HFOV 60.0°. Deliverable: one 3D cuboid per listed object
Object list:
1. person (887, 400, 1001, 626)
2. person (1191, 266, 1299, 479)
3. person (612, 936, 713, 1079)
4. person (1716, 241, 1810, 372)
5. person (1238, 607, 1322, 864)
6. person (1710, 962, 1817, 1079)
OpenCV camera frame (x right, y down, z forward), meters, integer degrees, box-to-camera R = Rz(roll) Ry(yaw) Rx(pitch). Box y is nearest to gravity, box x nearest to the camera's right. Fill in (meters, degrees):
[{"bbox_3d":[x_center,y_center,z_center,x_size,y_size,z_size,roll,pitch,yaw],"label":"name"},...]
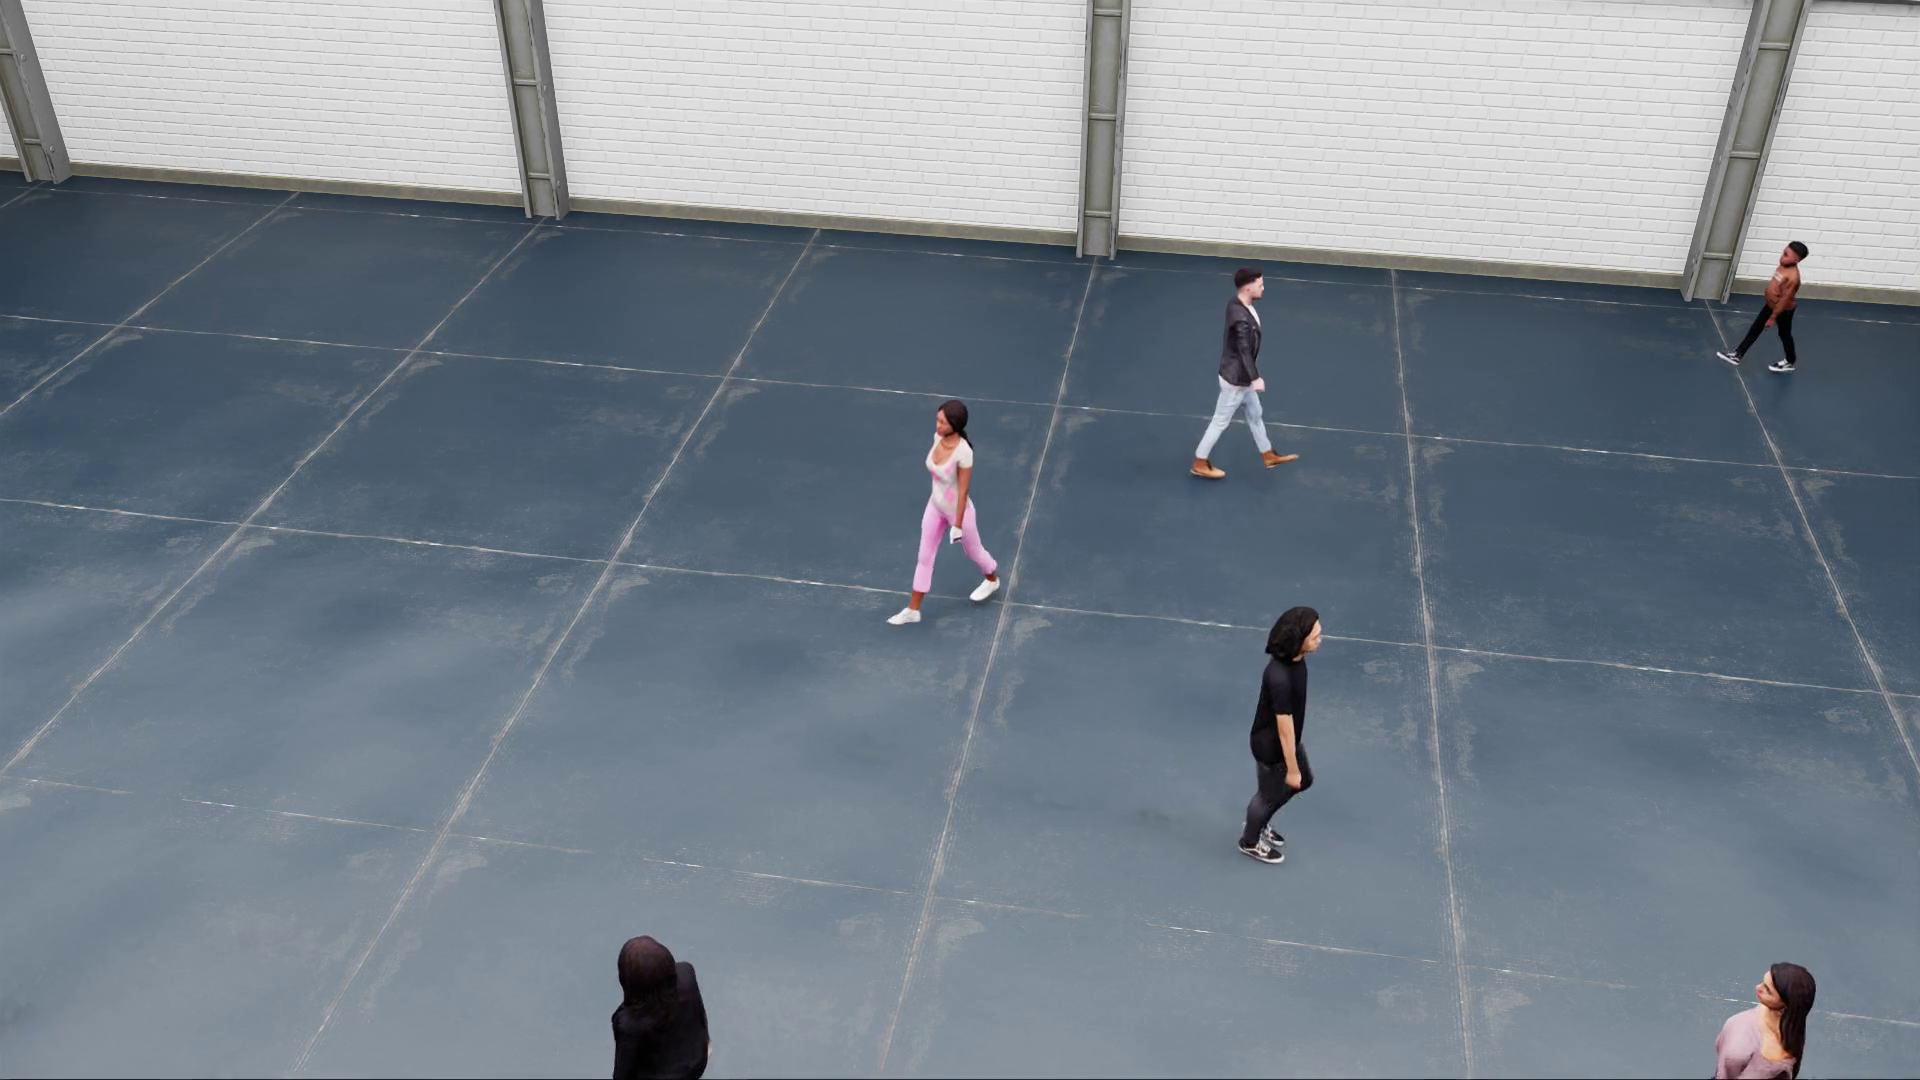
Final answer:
[{"bbox_3d":[0.020,-0.200,11.542,1.188,1.690,1.132,-21,39,-29],"label":"person"},{"bbox_3d":[2.095,-1.272,13.050,1.050,1.806,0.654,5,34,8],"label":"person"},{"bbox_3d":[-1.261,2.459,7.630,0.892,1.591,0.765,13,36,19],"label":"person"},{"bbox_3d":[7.326,-2.034,14.729,0.923,1.215,0.586,2,34,4],"label":"person"},{"bbox_3d":[1.725,1.108,9.458,0.671,1.819,0.704,13,36,19],"label":"person"},{"bbox_3d":[3.505,2.544,7.315,0.640,1.800,0.649,10,35,15],"label":"person"}]
